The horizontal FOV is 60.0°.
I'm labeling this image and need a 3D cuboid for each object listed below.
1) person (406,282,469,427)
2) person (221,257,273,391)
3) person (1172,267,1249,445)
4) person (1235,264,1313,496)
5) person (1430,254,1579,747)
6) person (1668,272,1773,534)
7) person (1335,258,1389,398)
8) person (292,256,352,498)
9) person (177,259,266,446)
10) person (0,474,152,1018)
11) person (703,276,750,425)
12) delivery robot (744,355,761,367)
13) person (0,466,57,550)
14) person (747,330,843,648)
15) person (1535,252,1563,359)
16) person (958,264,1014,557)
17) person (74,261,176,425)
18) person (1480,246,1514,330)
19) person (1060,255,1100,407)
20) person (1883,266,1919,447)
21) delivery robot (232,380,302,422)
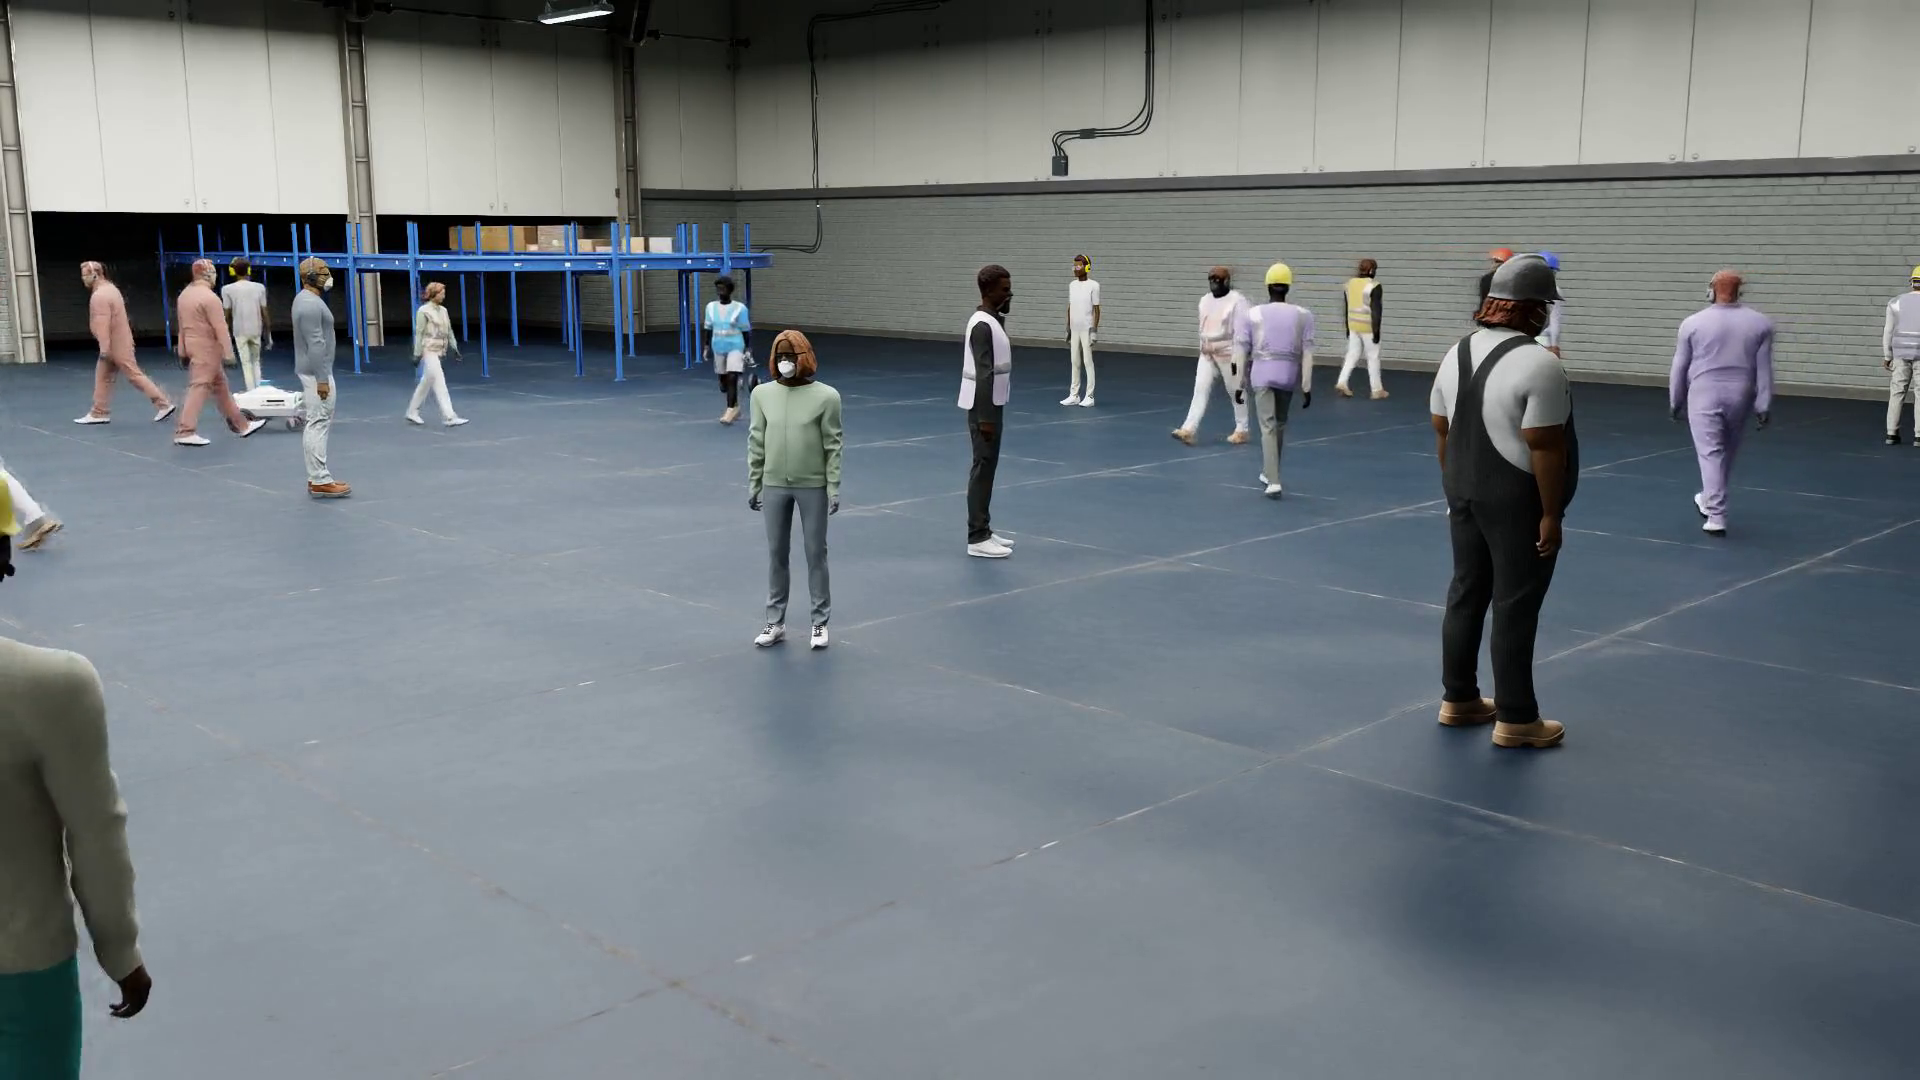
[{"bbox_3d":[-5.896,-2.074,18.571,0.830,1.591,0.508,2,11,9],"label":"person"},{"bbox_3d":[-8.495,-2.418,19.726,0.530,1.843,0.766,-9,13,-39],"label":"person"},{"bbox_3d":[2.604,-1.853,16.818,0.975,1.786,0.659,-9,14,-40],"label":"person"},{"bbox_3d":[2.585,-1.325,13.714,0.601,1.880,0.974,0,10,-2],"label":"person"},{"bbox_3d":[2.335,-0.160,7.017,0.538,2.000,0.690,-4,11,-22],"label":"person"},{"bbox_3d":[5.477,-1.009,12.063,0.648,1.842,1.007,1,10,6],"label":"person"},{"bbox_3d":[5.262,-2.757,21.680,0.768,1.822,0.639,-6,12,-29],"label":"person"},{"bbox_3d":[-5.226,-1.330,13.557,0.359,1.938,0.635,-5,11,-24],"label":"person"},{"bbox_3d":[-7.563,-1.908,16.910,0.671,1.855,0.994,10,14,43],"label":"person"},{"bbox_3d":[-1.710,0.721,2.879,0.539,1.758,0.425,0,10,1],"label":"person"},{"bbox_3d":[-2.617,-2.165,18.852,0.542,1.663,0.782,4,11,19],"label":"person"},{"bbox_3d":[-2.951,-2.476,22.736,0.335,0.223,0.698,2,11,13],"label":"delivery robot"},{"bbox_3d":[-6.598,-0.813,11.013,0.969,1.850,0.572,0,10,-3],"label":"person"},{"bbox_3d":[-0.852,-0.262,8.566,0.505,1.633,0.279,2,11,11],"label":"person"},{"bbox_3d":[6.208,-2.100,17.787,0.448,1.927,0.642,-5,11,-24],"label":"person"},{"bbox_3d":[0.177,-0.864,11.072,0.375,1.917,0.597,1,10,5],"label":"person"},{"bbox_3d":[-9.476,-2.231,18.797,1.023,1.837,0.648,-4,11,-22],"label":"person"},{"bbox_3d":[6.904,-2.803,21.512,0.838,1.974,0.617,-6,12,-31],"label":"person"},{"bbox_3d":[1.502,-2.602,20.683,0.507,1.872,0.329,10,14,44],"label":"person"},{"bbox_3d":[9.658,-1.871,16.799,0.404,1.830,0.603,-9,14,-40],"label":"person"},{"bbox_3d":[-7.549,-1.497,18.104,0.707,0.478,0.477,-2,11,-12],"label":"delivery robot"}]
